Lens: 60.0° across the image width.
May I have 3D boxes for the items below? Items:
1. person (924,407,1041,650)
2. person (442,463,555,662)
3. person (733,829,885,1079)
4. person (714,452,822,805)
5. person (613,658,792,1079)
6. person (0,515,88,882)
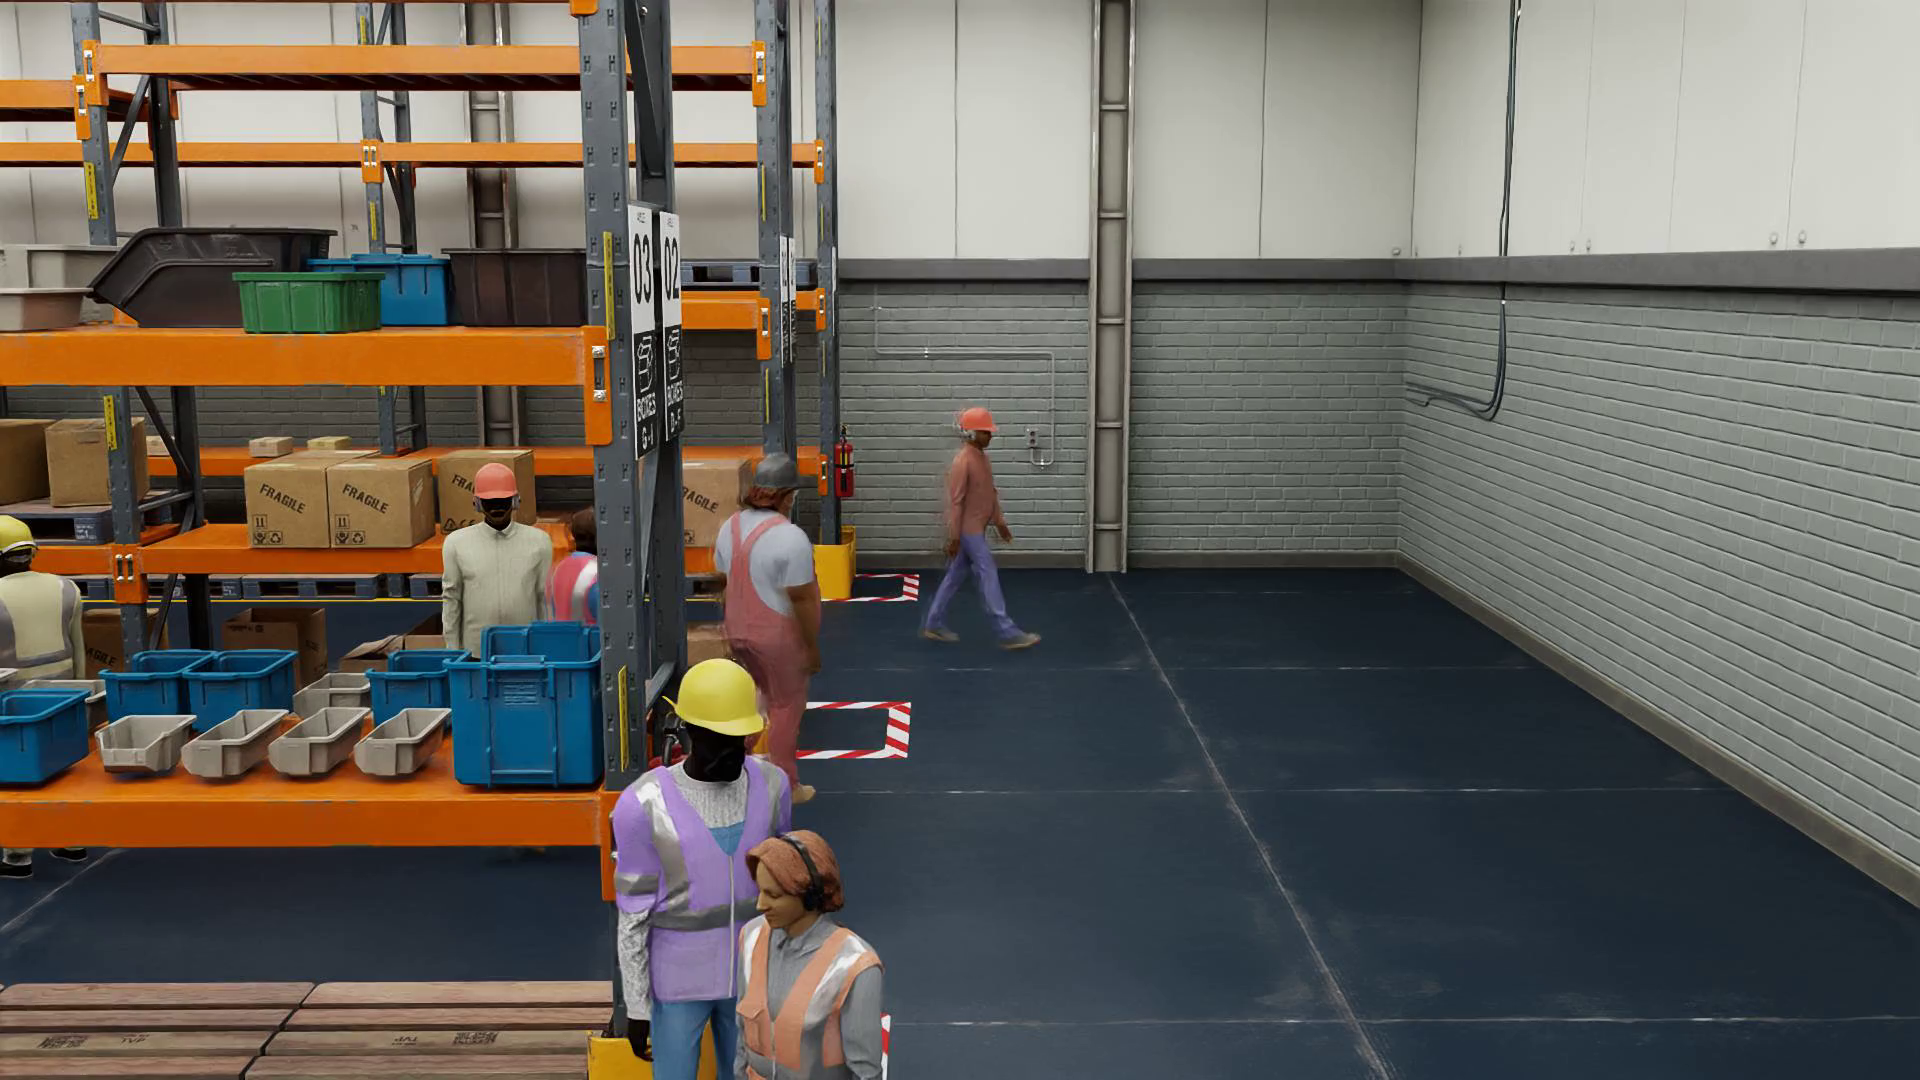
[{"bbox_3d":[0.141,-0.099,13.342,1.028,1.943,0.608,2,10,15],"label":"person"},{"bbox_3d":[-2.497,0.571,9.063,0.609,1.996,0.379,-4,10,-22],"label":"person"},{"bbox_3d":[-0.384,1.531,4.294,0.524,1.631,0.315,8,12,41],"label":"person"},{"bbox_3d":[-1.027,0.501,9.350,0.706,2.000,0.550,9,13,43],"label":"person"},{"bbox_3d":[-0.726,1.284,4.944,0.590,1.918,0.395,-7,12,-36],"label":"person"},{"bbox_3d":[-4.664,0.783,8.302,0.403,1.824,0.598,5,11,30],"label":"person"}]
